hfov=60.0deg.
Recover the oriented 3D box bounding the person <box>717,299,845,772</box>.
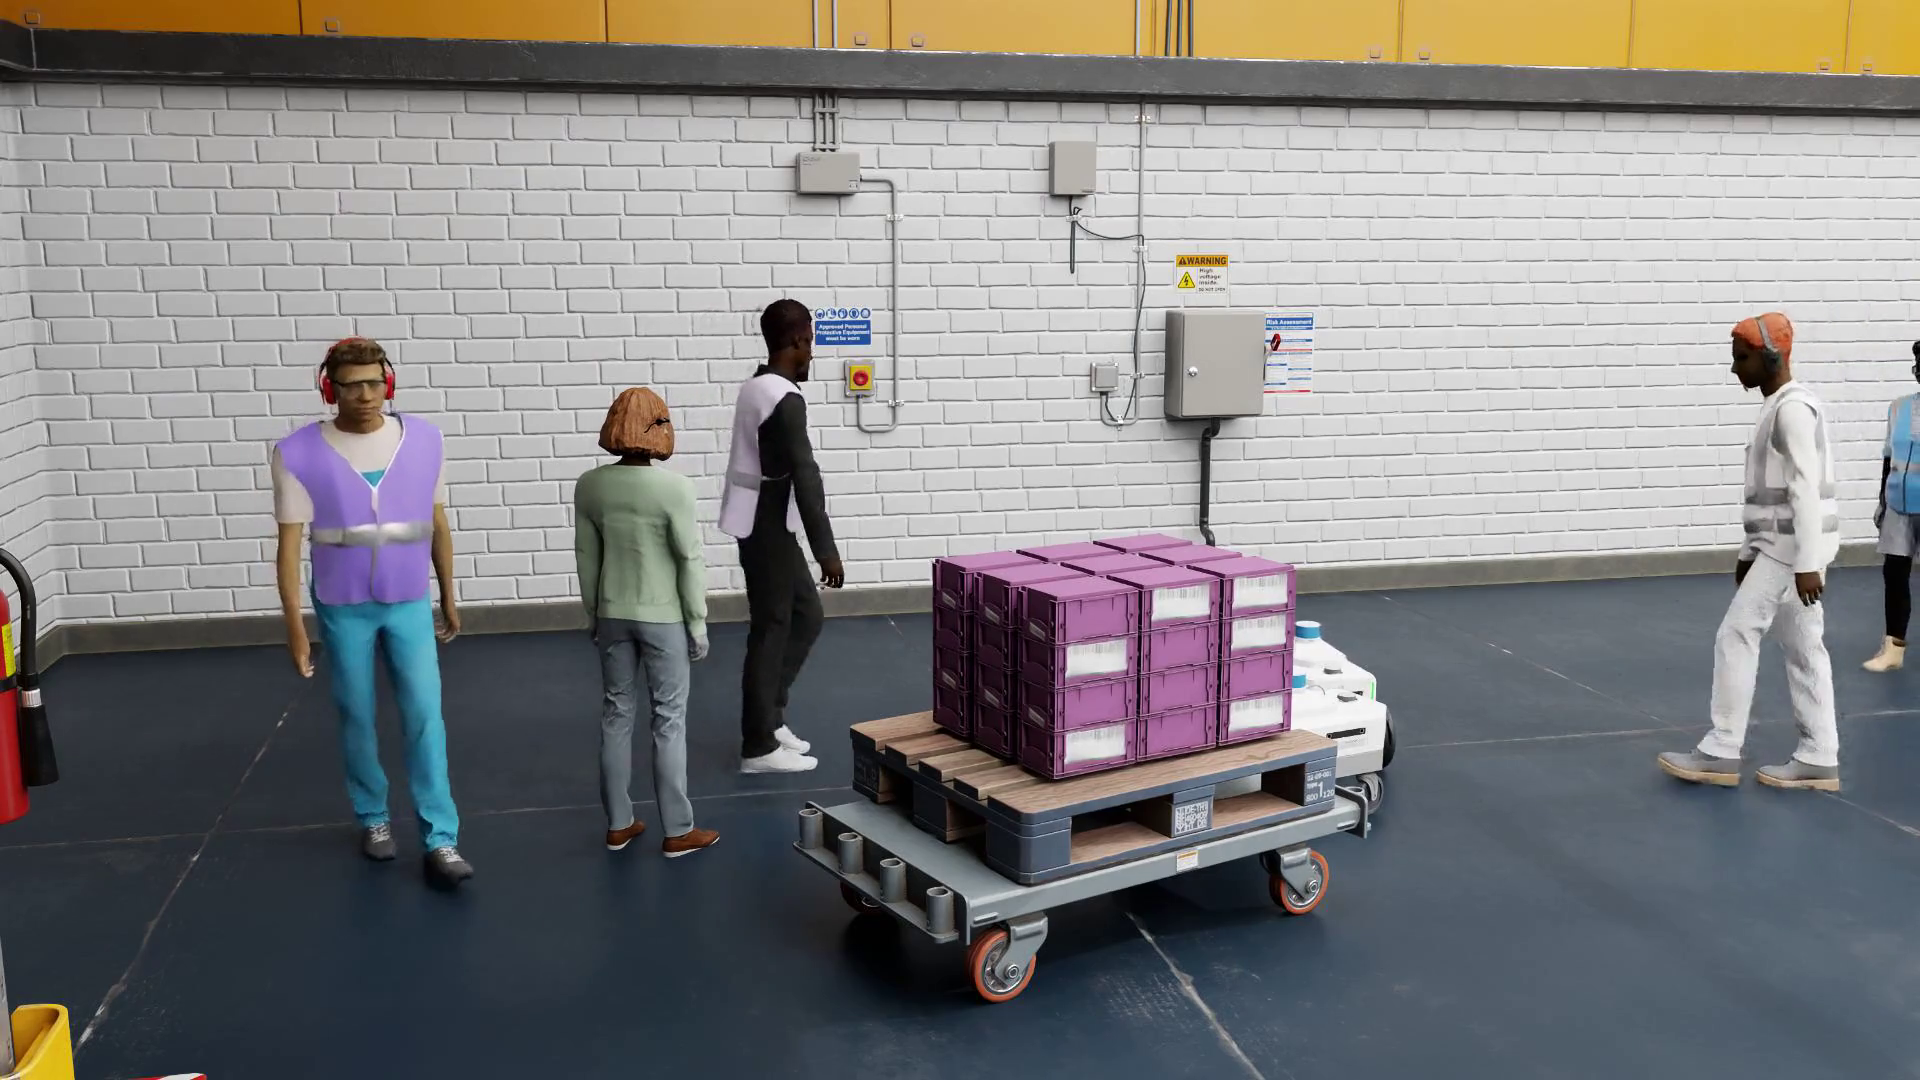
[{"bbox_3d":[-0.719,-0.001,6.636,0.486,1.893,0.629,-3,11,-15],"label":"person"}]

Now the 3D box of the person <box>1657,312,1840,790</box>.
[{"bbox_3d":[3.115,0.050,6.485,0.785,1.847,0.624,5,11,27],"label":"person"}]

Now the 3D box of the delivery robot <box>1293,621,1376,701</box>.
[{"bbox_3d":[1.429,0.579,6.881,0.477,0.478,0.707,-2,10,-12],"label":"delivery robot"}]

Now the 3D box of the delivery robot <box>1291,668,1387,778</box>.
[{"bbox_3d":[1.218,0.715,6.129,0.707,0.478,0.477,-5,11,-26],"label":"delivery robot"}]

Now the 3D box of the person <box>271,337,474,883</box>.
[{"bbox_3d":[-1.909,0.248,5.481,0.607,1.804,0.865,-6,12,-32],"label":"person"}]

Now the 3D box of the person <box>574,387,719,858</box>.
[{"bbox_3d":[-1.091,0.287,5.767,0.498,1.633,0.282,4,11,22],"label":"person"}]

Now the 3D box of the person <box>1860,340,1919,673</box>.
[{"bbox_3d":[4.785,-0.165,8.155,0.565,1.685,0.540,-4,11,-21],"label":"person"}]
